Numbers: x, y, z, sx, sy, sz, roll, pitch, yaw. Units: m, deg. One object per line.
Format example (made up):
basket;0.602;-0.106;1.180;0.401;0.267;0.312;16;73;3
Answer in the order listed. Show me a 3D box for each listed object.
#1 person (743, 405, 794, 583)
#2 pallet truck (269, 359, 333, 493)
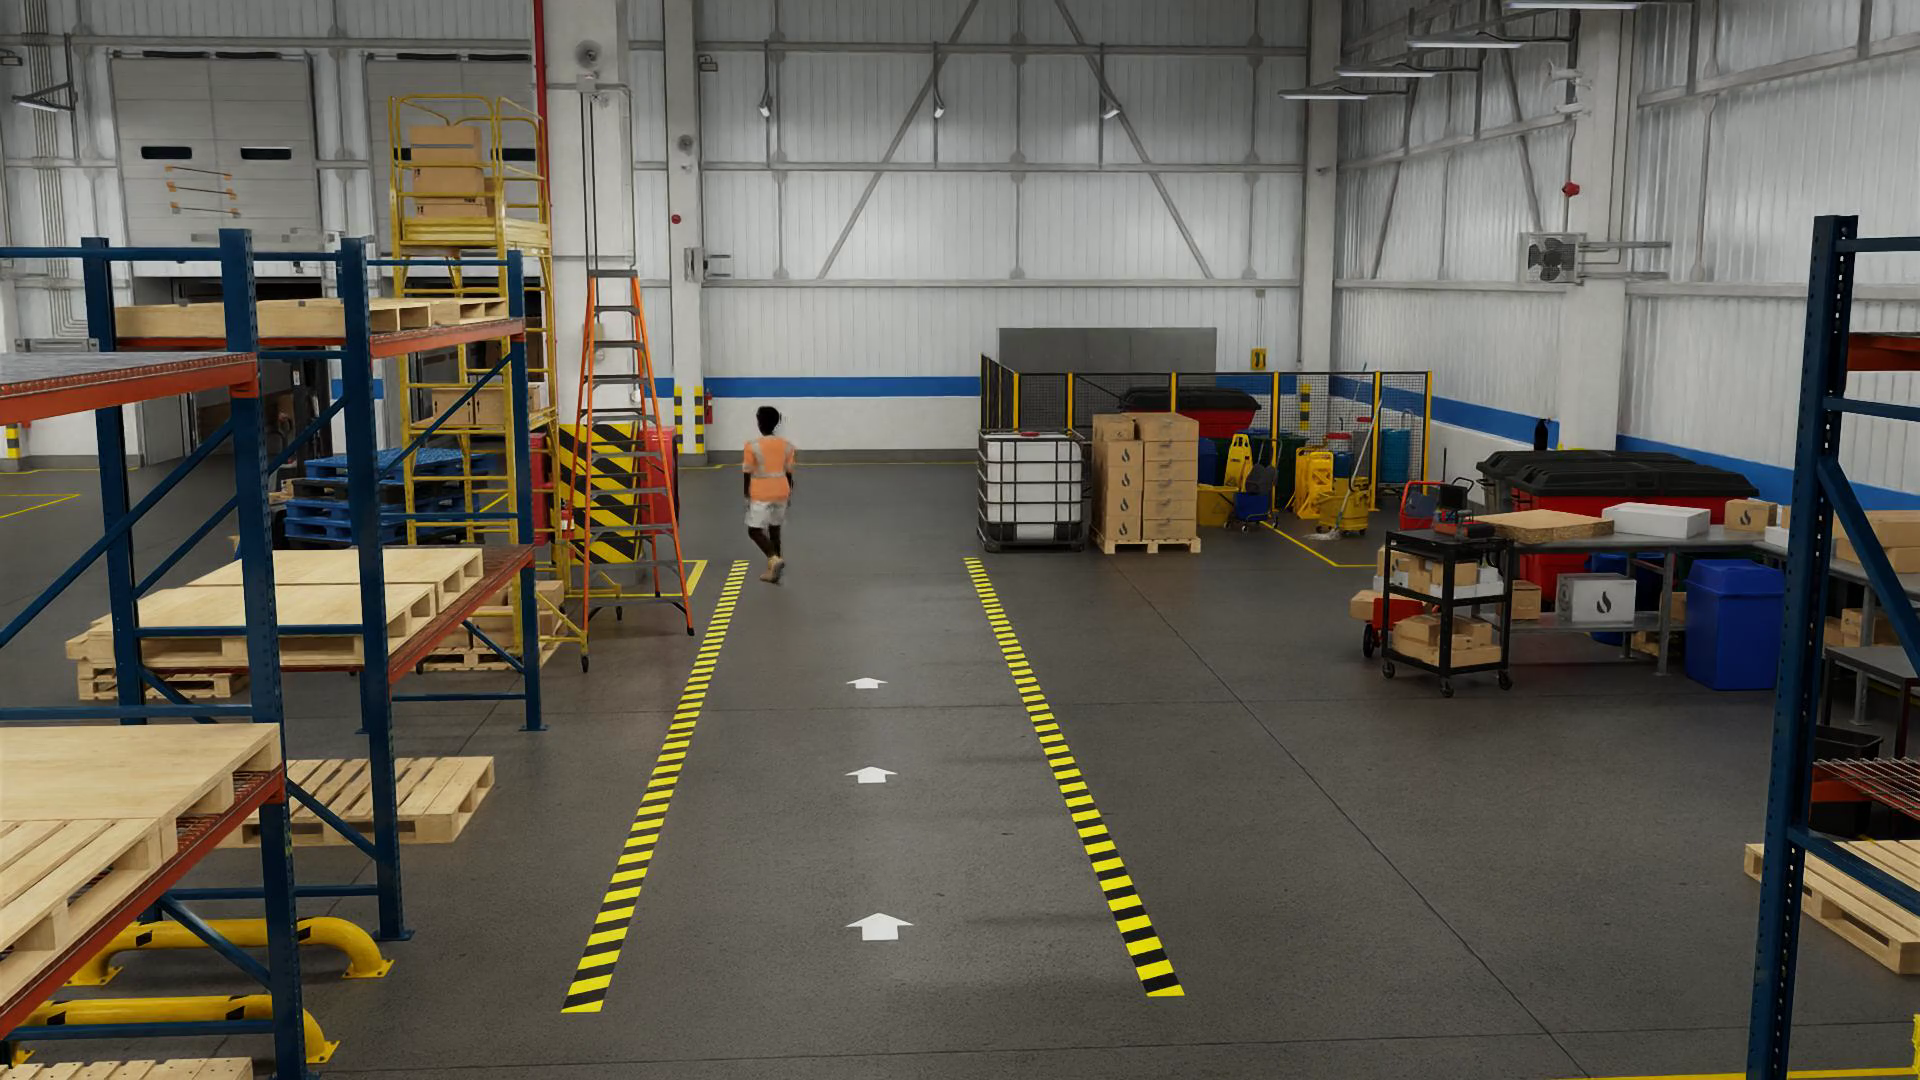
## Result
person;-1.737;-0.397;15.377;0.538;1.686;0.545;-7;11;-35
pallet truck;-7.062;-1.131;18.996;1.885;1.965;0.823;2;9;13
